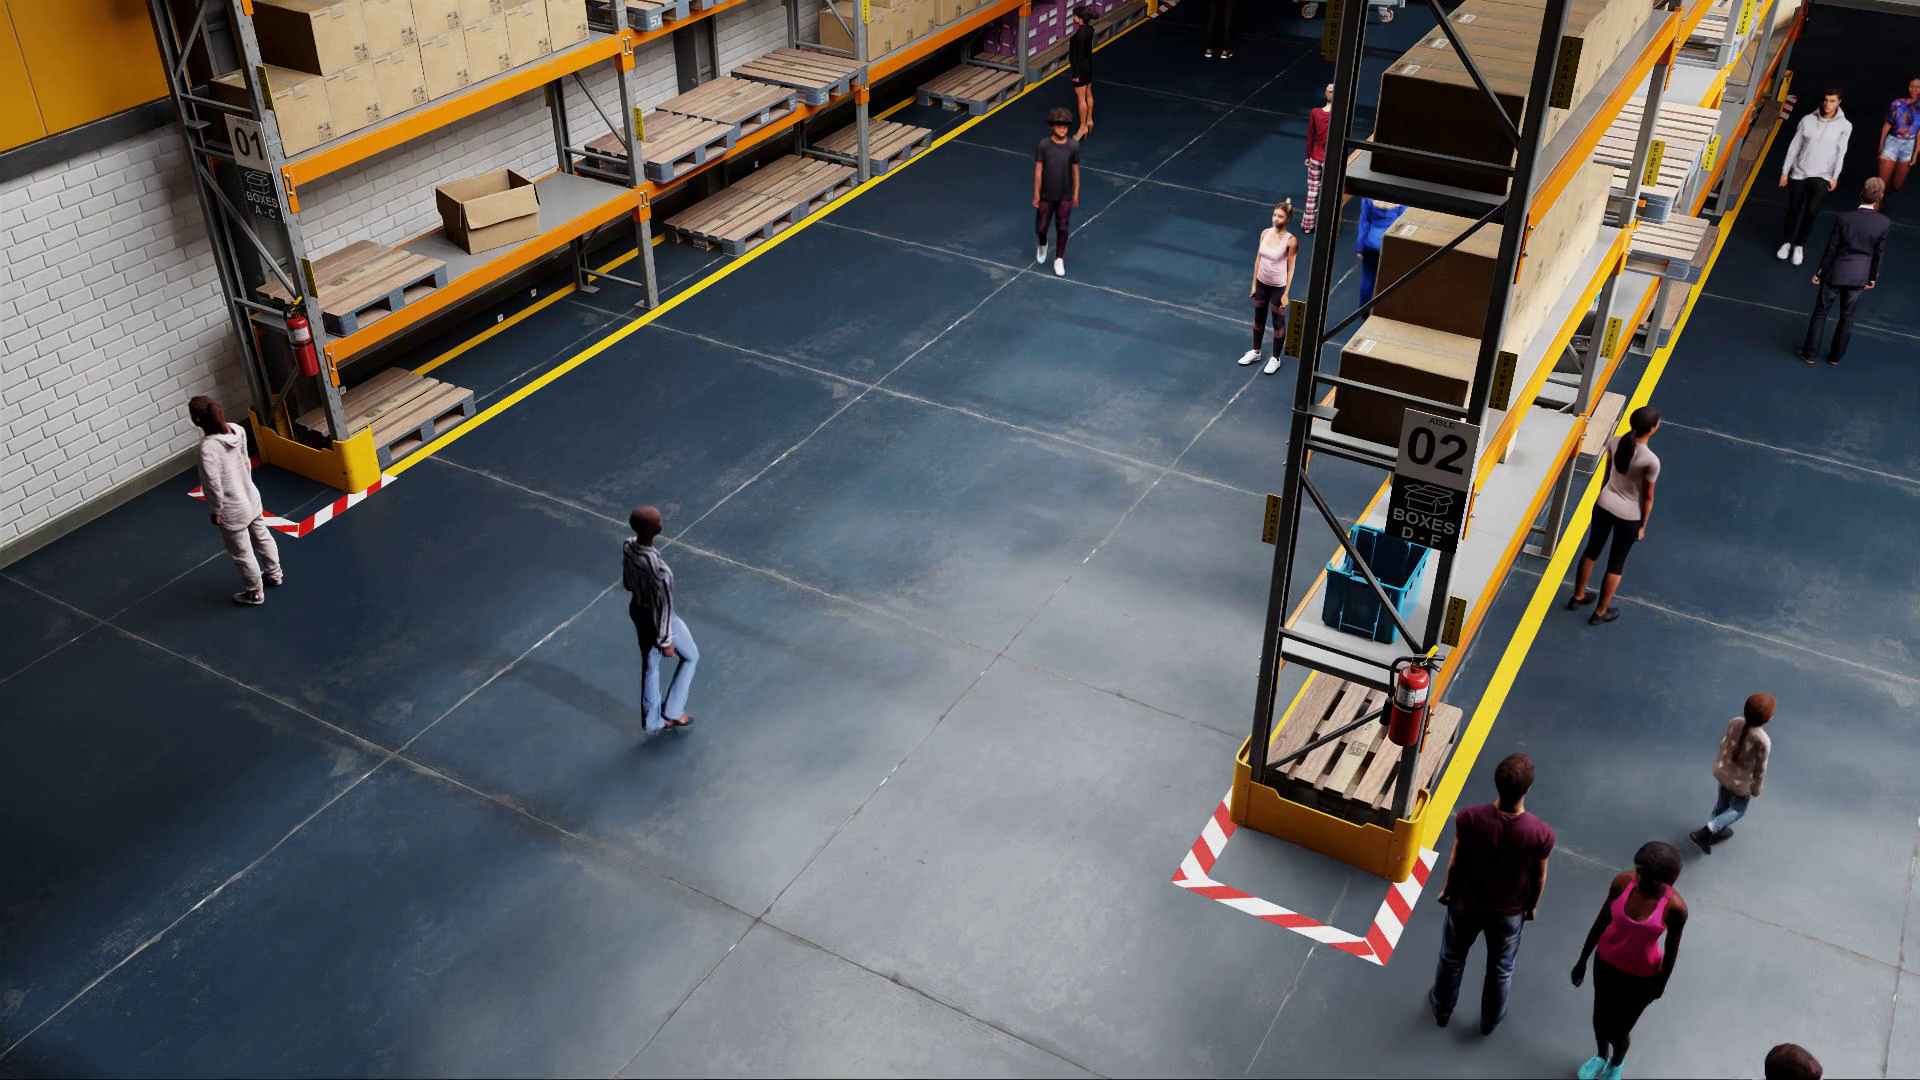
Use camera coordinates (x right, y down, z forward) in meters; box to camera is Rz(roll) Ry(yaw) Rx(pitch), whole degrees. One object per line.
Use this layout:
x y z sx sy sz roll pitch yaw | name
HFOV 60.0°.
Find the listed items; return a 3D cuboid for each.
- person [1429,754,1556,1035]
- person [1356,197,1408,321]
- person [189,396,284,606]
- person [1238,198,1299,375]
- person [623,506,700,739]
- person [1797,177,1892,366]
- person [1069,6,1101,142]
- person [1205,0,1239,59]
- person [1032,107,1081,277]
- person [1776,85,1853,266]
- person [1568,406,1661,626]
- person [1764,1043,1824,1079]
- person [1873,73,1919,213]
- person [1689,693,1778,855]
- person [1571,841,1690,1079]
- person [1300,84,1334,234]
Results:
2.814 1.902 8.830 0.690 1.850 0.613 11 35 16 | person
4.052 -2.766 16.015 0.873 1.671 1.173 6 34 10 | person
-5.353 -0.307 12.295 0.757 1.692 0.606 8 34 11 | person
2.907 -2.360 15.443 0.611 1.628 0.620 27 42 34 | person
-2.066 0.587 10.871 0.769 1.780 0.761 -24 41 -32 | person
8.250 -2.501 15.487 0.759 1.814 0.695 7 34 11 | person
1.522 -5.784 20.587 0.663 1.635 0.571 12 35 17 | person
3.675 -7.709 23.288 0.686 1.852 0.605 13 36 18 | person
0.982 -3.647 17.252 0.808 1.768 0.865 -1 34 -1 | person
8.949 -3.865 17.450 0.701 1.912 0.662 19 38 26 | person
4.765 -0.191 12.074 0.673 1.744 0.670 -21 39 -28 | person
3.404 2.841 7.420 0.878 1.848 1.089 29 43 36 | person
10.257 -4.257 18.210 0.701 1.723 1.000 11 35 17 | person
4.696 1.439 10.126 0.744 1.185 0.677 -11 35 -15 | person
3.483 2.152 8.580 0.687 1.710 0.640 -27 42 -34 | person
3.966 -4.132 18.044 0.647 1.699 0.539 23 40 30 | person
